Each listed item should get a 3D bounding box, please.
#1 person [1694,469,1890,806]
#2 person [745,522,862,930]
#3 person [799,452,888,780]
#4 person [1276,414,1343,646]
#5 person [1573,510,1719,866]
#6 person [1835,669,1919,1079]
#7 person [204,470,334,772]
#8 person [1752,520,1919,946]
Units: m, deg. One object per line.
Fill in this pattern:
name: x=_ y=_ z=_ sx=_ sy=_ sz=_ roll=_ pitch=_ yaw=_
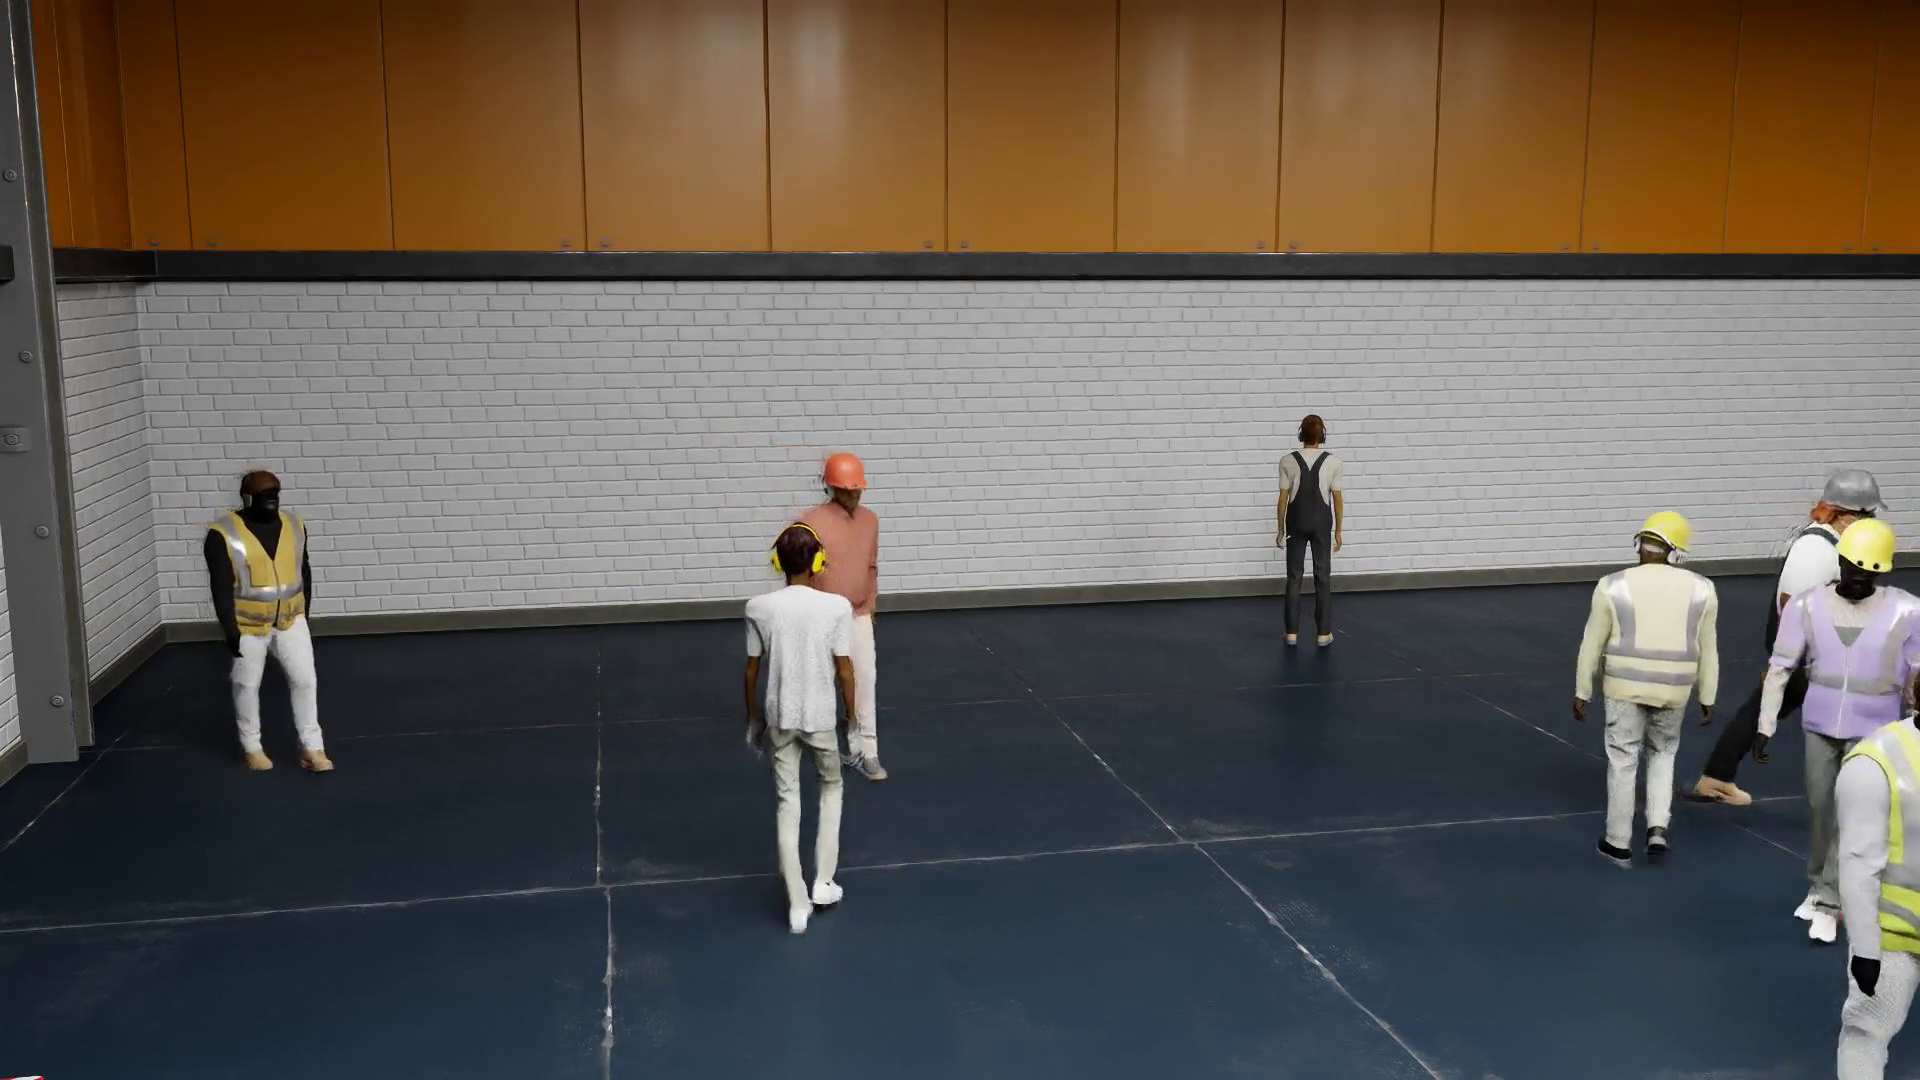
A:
person: x=4.547 y=0.532 z=8.935 sx=1.068 sy=2.000 sz=0.736 roll=5 pitch=11 yaw=29
person: x=-0.715 y=0.832 z=7.672 sx=0.565 sy=1.850 sz=0.603 roll=1 pitch=9 yaw=4
person: x=-0.788 y=0.415 z=9.941 sx=0.664 sy=1.953 sz=0.880 roll=-8 pitch=12 yaw=-39
person: x=2.779 y=-0.077 z=13.239 sx=0.516 sy=1.843 sz=0.327 roll=2 pitch=10 yaw=13
person: x=3.419 y=0.750 z=8.331 sx=0.685 sy=1.798 sz=0.418 roll=1 pitch=9 yaw=9
person: x=3.090 y=1.262 z=5.163 sx=0.655 sy=1.816 sz=0.811 roll=-1 pitch=9 yaw=-8
person: x=-4.056 y=0.501 z=9.796 sx=0.628 sy=1.814 sz=0.805 roll=-9 pitch=13 yaw=-44
person: x=3.924 y=0.845 z=7.426 sx=0.624 sy=1.898 sz=0.716 roll=9 pitch=13 yaw=44
